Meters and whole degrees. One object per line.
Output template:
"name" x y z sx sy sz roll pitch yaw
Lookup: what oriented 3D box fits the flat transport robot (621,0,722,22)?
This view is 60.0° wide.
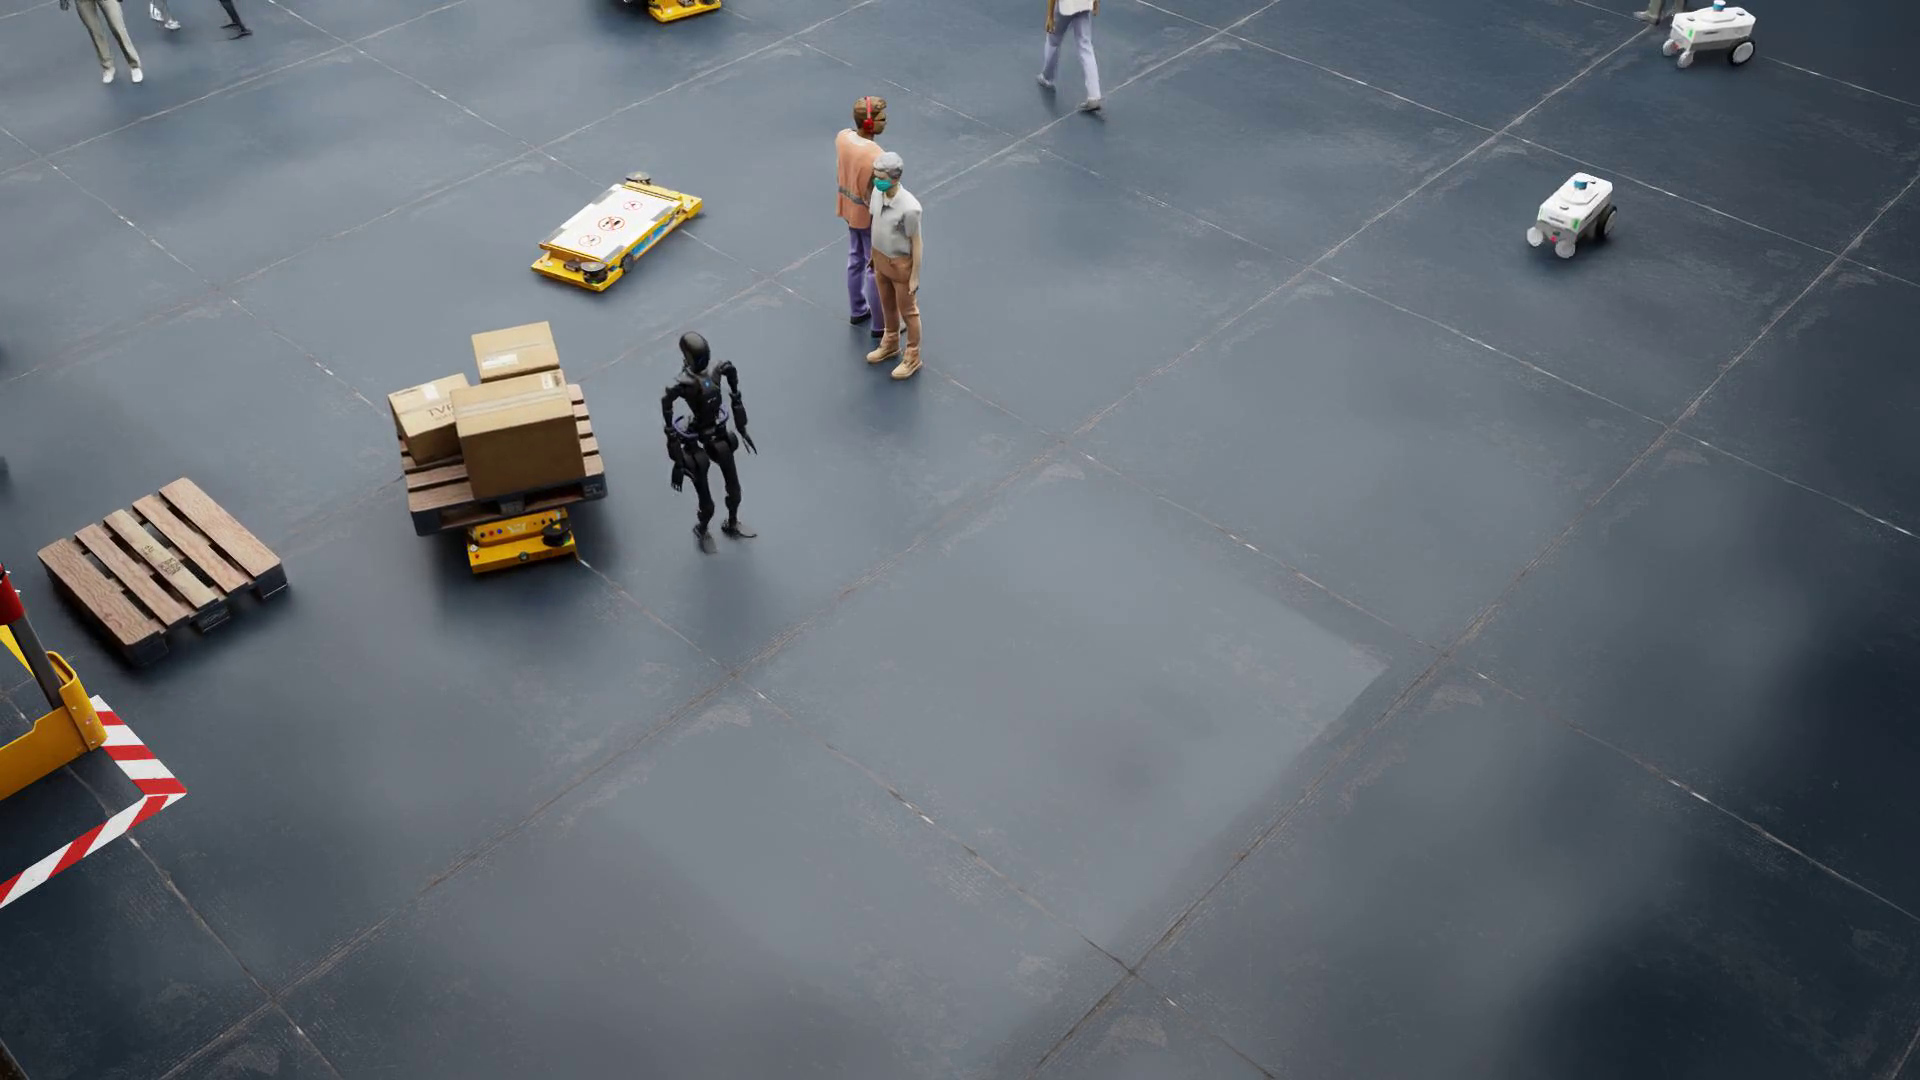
"flat transport robot" -3.028 -5.624 16.777 0.659 0.231 1.431 -24 47 -24

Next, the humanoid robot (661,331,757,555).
"humanoid robot" -1.536 -0.592 10.136 0.589 1.654 0.333 -31 51 -30

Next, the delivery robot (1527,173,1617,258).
"delivery robot" 4.878 -2.625 13.235 0.524 0.602 0.774 28 49 28

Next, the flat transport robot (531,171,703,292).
"flat transport robot" -2.728 -2.472 13.274 0.659 0.231 1.431 19 45 20

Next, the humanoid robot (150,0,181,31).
"humanoid robot" -7.682 -5.639 15.716 0.560 1.756 0.967 -25 48 -25

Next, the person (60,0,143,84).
"person" -7.819 -4.921 14.973 0.529 1.635 0.336 -9 43 -10

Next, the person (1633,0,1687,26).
"person" 6.917 -5.805 15.810 0.604 1.831 0.401 -7 42 -8

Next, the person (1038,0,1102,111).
"person" 1.012 -4.676 14.584 0.595 1.802 0.917 -19 45 -20

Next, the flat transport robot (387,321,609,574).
"flat transport robot" -2.973 -0.361 10.927 0.659 0.231 1.431 -13 44 -14

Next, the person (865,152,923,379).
"person" -0.453 -1.917 11.552 0.301 1.743 0.494 -32 51 -30

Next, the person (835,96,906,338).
"person" -0.668 -2.300 11.908 0.396 1.839 0.563 -27 49 -27

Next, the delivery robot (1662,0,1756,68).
"delivery robot" 7.065 -4.765 15.611 0.784 0.599 0.499 -9 43 -10

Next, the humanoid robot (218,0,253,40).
"humanoid robot" -7.070 -5.569 15.667 0.358 1.650 0.589 -10 43 -11
